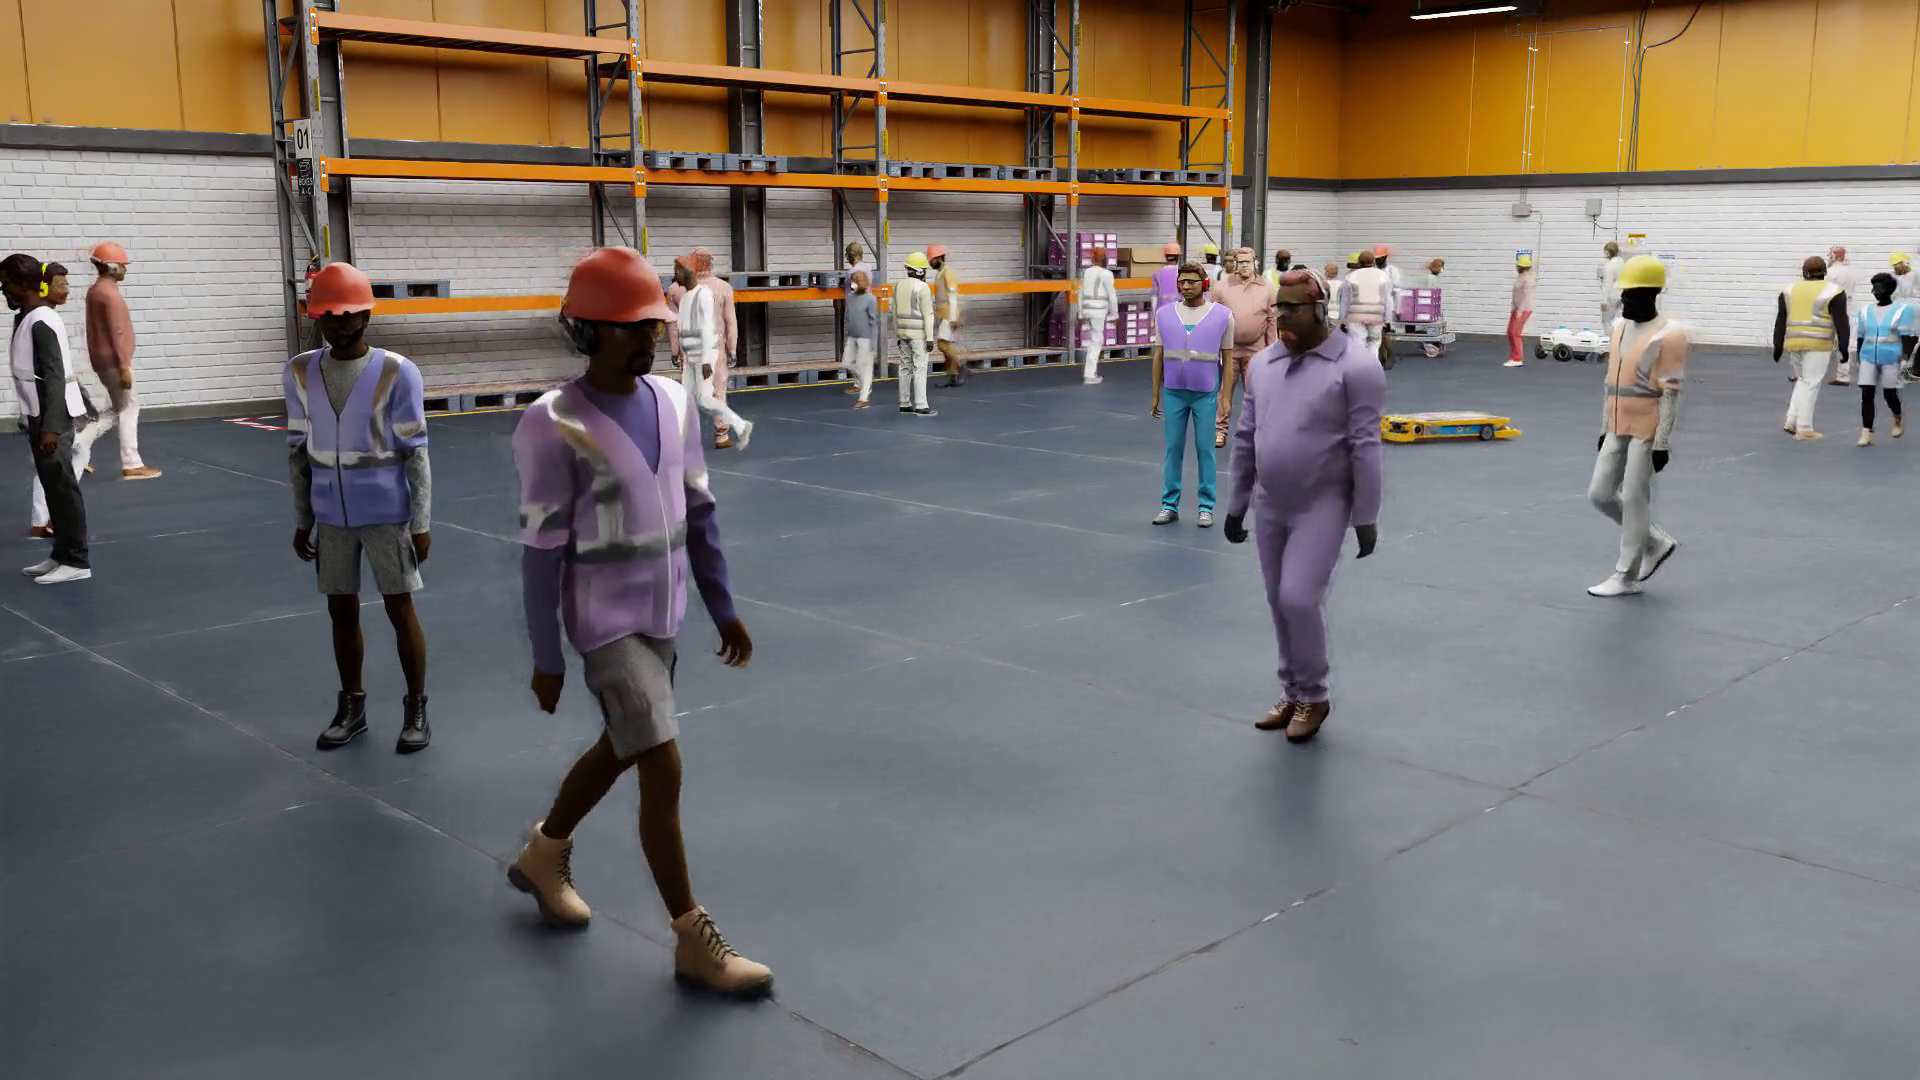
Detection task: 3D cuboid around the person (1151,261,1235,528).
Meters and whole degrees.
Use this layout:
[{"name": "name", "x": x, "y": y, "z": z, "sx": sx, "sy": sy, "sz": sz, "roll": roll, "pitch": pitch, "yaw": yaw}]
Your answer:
[{"name": "person", "x": 1.618, "y": -1.013, "z": 11.598, "sx": 0.575, "sy": 1.843, "sz": 0.375, "roll": 4, "pitch": 11, "yaw": 22}]

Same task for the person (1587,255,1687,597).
[{"name": "person", "x": 3.803, "y": -0.626, "z": 9.294, "sx": 0.488, "sy": 1.914, "sz": 0.614, "roll": -2, "pitch": 11, "yaw": -13}]

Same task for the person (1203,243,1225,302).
[{"name": "person", "x": 3.745, "y": -3.566, "z": 25.384, "sx": 0.586, "sy": 1.905, "sz": 0.679, "roll": 7, "pitch": 13, "yaw": 35}]

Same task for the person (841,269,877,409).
[{"name": "person", "x": -1.178, "y": -2.351, "z": 19.477, "sx": 0.517, "sy": 1.621, "sz": 0.362, "roll": 9, "pitch": 13, "yaw": 39}]

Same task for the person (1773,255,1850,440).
[{"name": "person", "x": 8.456, "y": -1.895, "z": 16.486, "sx": 0.509, "sy": 1.823, "sz": 0.598, "roll": -5, "pitch": 11, "yaw": -24}]

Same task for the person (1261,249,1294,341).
[{"name": "person", "x": 4.562, "y": -3.200, "z": 23.599, "sx": 0.635, "sy": 1.815, "sz": 0.681, "roll": 1, "pitch": 10, "yaw": 7}]

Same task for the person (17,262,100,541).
[{"name": "person", "x": -5.973, "y": -0.905, "z": 11.011, "sx": 0.575, "sy": 1.846, "sz": 0.530, "roll": -4, "pitch": 11, "yaw": -19}]

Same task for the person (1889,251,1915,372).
[{"name": "person", "x": 13.778, "y": -3.312, "z": 24.283, "sx": 0.642, "sy": 1.795, "sz": 0.408, "roll": 6, "pitch": 12, "yaw": 30}]

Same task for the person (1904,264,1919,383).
[{"name": "person", "x": 13.214, "y": -3.115, "z": 22.794, "sx": 0.620, "sy": 1.935, "sz": 0.637, "roll": 4, "pitch": 11, "yaw": 22}]

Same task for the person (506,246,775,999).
[{"name": "person", "x": -0.955, "y": 0.199, "z": 4.589, "sx": 1.018, "sy": 2.006, "sz": 0.627, "roll": 6, "pitch": 12, "yaw": 28}]

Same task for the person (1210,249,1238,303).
[{"name": "person", "x": 3.596, "y": -2.977, "z": 22.345, "sx": 0.546, "sy": 1.830, "sz": 0.440, "roll": 4, "pitch": 11, "yaw": 19}]

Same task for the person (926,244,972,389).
[{"name": "person", "x": -0.206, "y": -2.940, "z": 21.954, "sx": 0.514, "sy": 1.902, "sz": 0.590, "roll": -2, "pitch": 11, "yaw": -12}]

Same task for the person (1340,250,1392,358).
[{"name": "person", "x": 5.310, "y": -2.878, "z": 21.822, "sx": 0.659, "sy": 1.825, "sz": 0.537, "roll": 1, "pitch": 10, "yaw": 6}]

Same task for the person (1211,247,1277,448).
[{"name": "person", "x": 2.695, "y": -1.823, "z": 15.847, "sx": 0.643, "sy": 1.910, "sz": 0.400, "roll": 1, "pitch": 10, "yaw": 6}]

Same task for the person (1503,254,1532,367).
[{"name": "person", "x": 8.616, "y": -3.520, "z": 25.604, "sx": 0.347, "sy": 1.726, "sz": 0.553, "roll": 0, "pitch": 10, "yaw": -3}]

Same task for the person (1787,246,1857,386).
[{"name": "person", "x": 11.729, "y": -3.034, "z": 22.549, "sx": 0.661, "sy": 1.874, "sz": 0.872, "roll": -6, "pitch": 12, "yaw": -28}]

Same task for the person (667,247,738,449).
[{"name": "person", "x": -2.429, "y": -1.811, "z": 15.782, "sx": 0.651, "sy": 1.906, "sz": 0.409, "roll": 0, "pitch": 10, "yaw": 0}]

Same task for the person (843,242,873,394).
[{"name": "person", "x": -1.301, "y": -2.823, "z": 21.236, "sx": 0.370, "sy": 1.934, "sz": 0.627, "roll": 2, "pitch": 11, "yaw": 13}]

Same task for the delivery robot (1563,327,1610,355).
[{"name": "delivery robot", "x": 9.989, "y": -3.150, "z": 26.519, "sx": 0.477, "sy": 0.478, "sz": 0.707, "roll": -7, "pitch": 12, "yaw": -33}]

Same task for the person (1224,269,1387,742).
[{"name": "person", "x": 1.329, "y": -0.131, "z": 6.672, "sx": 0.517, "sy": 1.886, "sz": 0.669, "roll": -8, "pitch": 13, "yaw": -38}]

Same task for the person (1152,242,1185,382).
[{"name": "person", "x": 2.921, "y": -3.131, "z": 22.921, "sx": 0.567, "sy": 1.926, "sz": 0.400, "roll": 5, "pitch": 12, "yaw": 26}]

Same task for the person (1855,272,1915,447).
[{"name": "person", "x": 8.885, "y": -1.734, "z": 15.986, "sx": 0.565, "sy": 1.675, "sz": 0.543, "roll": -8, "pitch": 13, "yaw": -38}]

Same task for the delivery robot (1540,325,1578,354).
[{"name": "delivery robot", "x": 9.832, "y": -3.261, "z": 27.124, "sx": 0.707, "sy": 0.478, "sz": 0.477, "roll": -5, "pitch": 11, "yaw": -24}]

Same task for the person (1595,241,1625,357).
[{"name": "person", "x": 10.836, "y": -3.989, "z": 27.620, "sx": 0.469, "sy": 1.923, "sz": 0.656, "roll": 10, "pitch": 14, "yaw": 43}]

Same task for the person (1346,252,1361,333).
[{"name": "person", "x": 6.919, "y": -4.196, "z": 29.294, "sx": 0.404, "sy": 1.716, "sz": 0.535, "roll": -3, "pitch": 11, "yaw": -15}]

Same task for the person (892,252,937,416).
[{"name": "person", "x": -0.495, "y": -2.308, "z": 18.697, "sx": 0.403, "sy": 1.830, "sz": 0.601, "roll": -9, "pitch": 14, "yaw": -42}]

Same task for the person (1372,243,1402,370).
[{"name": "person", "x": 6.271, "y": -3.452, "z": 24.744, "sx": 0.481, "sy": 1.910, "sz": 0.553, "roll": -7, "pitch": 12, "yaw": -32}]

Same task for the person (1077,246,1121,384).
[{"name": "person", "x": 1.909, "y": -3.069, "z": 22.761, "sx": 0.618, "sy": 1.863, "sz": 0.578, "roll": -7, "pitch": 12, "yaw": -32}]

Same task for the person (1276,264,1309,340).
[{"name": "person", "x": 3.855, "y": -2.301, "z": 19.042, "sx": 0.532, "sy": 1.693, "sz": 0.319, "roll": 7, "pitch": 13, "yaw": 34}]

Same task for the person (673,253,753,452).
[{"name": "person", "x": -2.268, "y": -1.626, "z": 14.890, "sx": 0.720, "sy": 1.866, "sz": 0.604, "roll": -7, "pitch": 13, "yaw": -34}]

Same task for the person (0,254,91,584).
[{"name": "person", "x": -5.343, "y": -0.707, "z": 9.743, "sx": 0.393, "sy": 1.916, "sz": 0.590, "roll": -7, "pitch": 13, "yaw": -35}]

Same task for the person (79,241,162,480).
[{"name": "person", "x": -7.024, "y": -1.458, "z": 13.688, "sx": 0.606, "sy": 1.977, "sz": 0.614, "roll": -9, "pitch": 14, "yaw": -40}]

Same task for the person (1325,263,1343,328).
[{"name": "person", "x": 5.611, "y": -3.409, "z": 25.353, "sx": 0.515, "sy": 1.593, "sz": 0.861, "roll": 1, "pitch": 10, "yaw": 8}]

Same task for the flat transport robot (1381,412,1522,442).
[{"name": "flat transport robot", "x": 4.792, "y": -1.137, "z": 16.575, "sx": 1.431, "sy": 0.197, "sz": 0.652, "roll": -3, "pitch": 11, "yaw": -17}]

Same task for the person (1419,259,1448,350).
[{"name": "person", "x": 8.343, "y": -4.111, "z": 29.114, "sx": 0.610, "sy": 1.606, "sz": 0.541, "roll": 8, "pitch": 13, "yaw": 36}]

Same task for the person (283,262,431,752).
[{"name": "person", "x": -2.334, "y": -0.105, "z": 6.463, "sx": 0.558, "sy": 1.924, "sz": 0.427, "roll": 1, "pitch": 10, "yaw": 7}]
